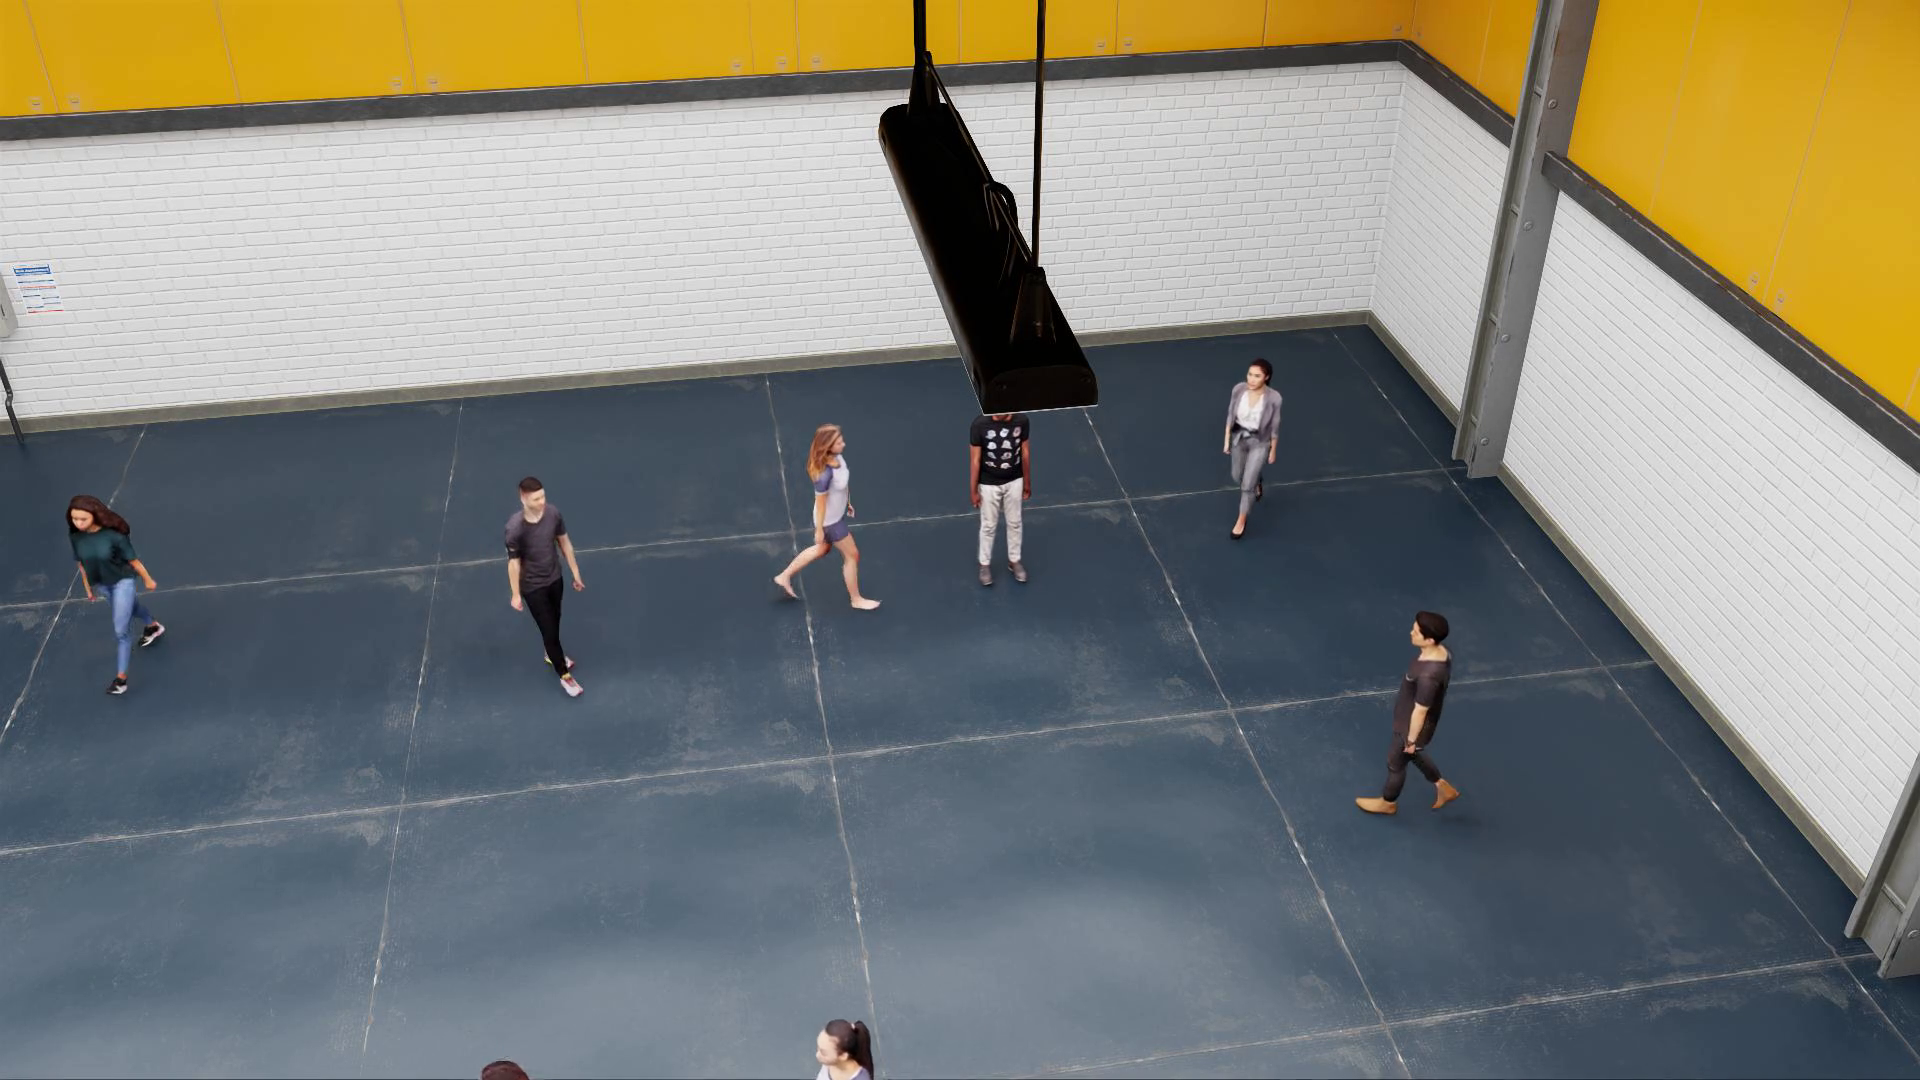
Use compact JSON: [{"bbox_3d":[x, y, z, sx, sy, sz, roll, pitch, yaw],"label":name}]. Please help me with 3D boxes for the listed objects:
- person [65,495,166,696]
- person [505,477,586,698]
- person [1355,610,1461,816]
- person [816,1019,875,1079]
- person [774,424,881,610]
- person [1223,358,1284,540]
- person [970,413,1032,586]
[{"bbox_3d":[-6.285,0.299,12.477,0.863,1.553,1.241,6,34,8],"label":"person"},{"bbox_3d":[-3.144,0.275,12.341,1.034,1.743,0.957,26,41,33],"label":"person"},{"bbox_3d":[3.086,1.184,11.014,0.959,1.700,0.947,14,36,20],"label":"person"},{"bbox_3d":[-0.491,2.985,8.388,0.912,1.606,1.045,-18,38,-25],"label":"person"},{"bbox_3d":[-1.114,-0.170,13.063,0.847,1.686,1.099,1,34,1],"label":"person"},{"bbox_3d":[2.498,-0.823,14.068,0.937,1.660,1.006,20,39,27],"label":"person"},{"bbox_3d":[0.325,-0.475,13.417,0.666,1.802,0.618,-8,34,-11],"label":"person"}]
